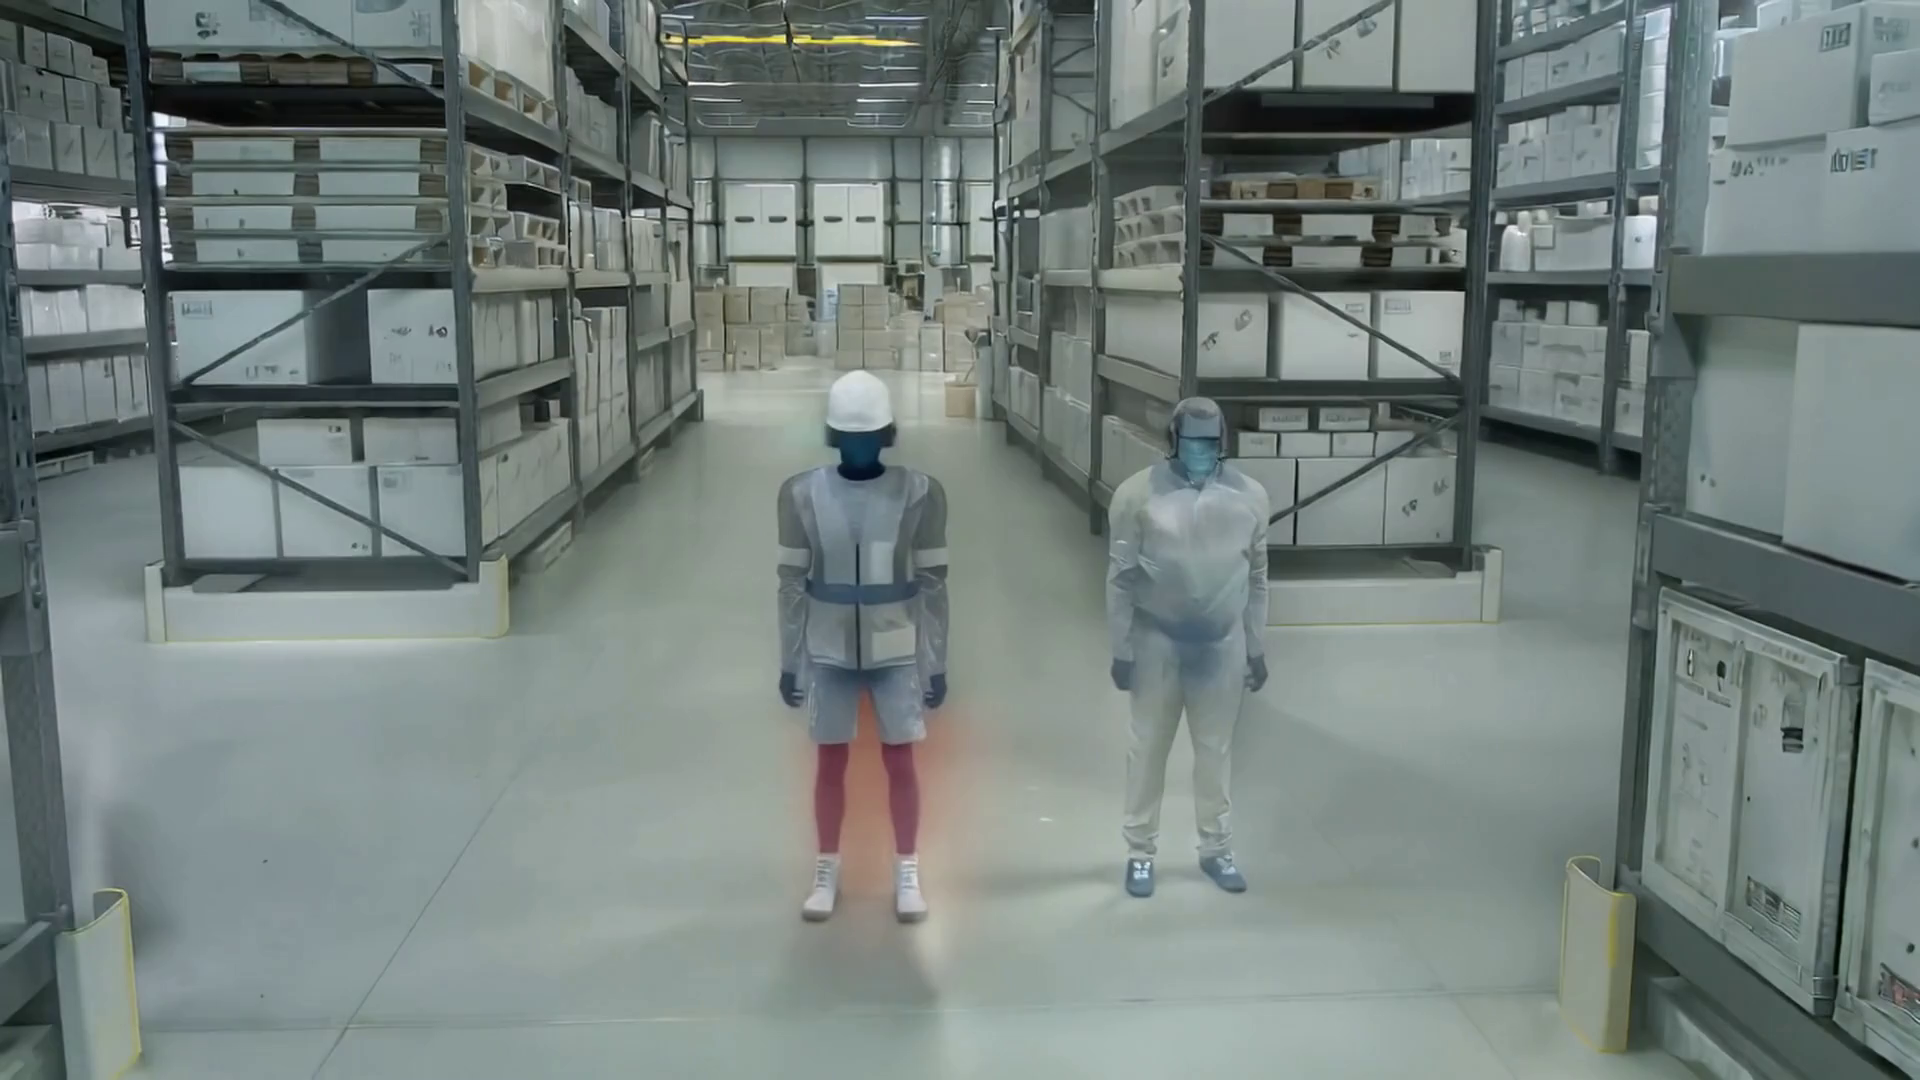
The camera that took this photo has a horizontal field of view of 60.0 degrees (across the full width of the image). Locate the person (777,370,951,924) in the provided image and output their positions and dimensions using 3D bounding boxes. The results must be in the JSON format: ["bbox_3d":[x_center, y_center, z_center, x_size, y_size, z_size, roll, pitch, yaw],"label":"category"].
[{"bbox_3d":[-0.344,0.405,5.982,0.622,2.030,0.445,0,9,3],"label":"person"}]

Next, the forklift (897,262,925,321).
[{"bbox_3d":[-1.813,-8.621,59.962,1.129,2.768,1.873,-1,9,-4],"label":"forklift"}]

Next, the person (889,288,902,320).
[{"bbox_3d":[-2.285,-7.798,57.802,0.636,1.928,0.390,3,10,19],"label":"person"}]

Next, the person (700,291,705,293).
[{"bbox_3d":[-7.837,-6.664,50.859,1.074,1.875,0.633,-2,9,-11],"label":"person"}]

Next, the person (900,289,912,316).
[{"bbox_3d":[-1.705,-6.693,50.848,0.549,1.925,0.570,-1,9,-5],"label":"person"}]

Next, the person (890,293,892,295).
[{"bbox_3d":[-2.532,-8.447,62.576,0.537,1.696,0.321,0,9,0],"label":"person"}]

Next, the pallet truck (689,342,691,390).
[{"bbox_3d":[-5.225,-3.008,27.480,1.885,1.965,0.823,2,9,14],"label":"pallet truck"}]

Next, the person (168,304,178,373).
[{"bbox_3d":[-13.842,-3.230,29.355,0.595,1.856,0.869,0,9,2],"label":"person"}]

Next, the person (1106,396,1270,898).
[{"bbox_3d":[0.877,0.407,6.332,0.642,1.907,0.410,-1,9,-8],"label":"person"}]
